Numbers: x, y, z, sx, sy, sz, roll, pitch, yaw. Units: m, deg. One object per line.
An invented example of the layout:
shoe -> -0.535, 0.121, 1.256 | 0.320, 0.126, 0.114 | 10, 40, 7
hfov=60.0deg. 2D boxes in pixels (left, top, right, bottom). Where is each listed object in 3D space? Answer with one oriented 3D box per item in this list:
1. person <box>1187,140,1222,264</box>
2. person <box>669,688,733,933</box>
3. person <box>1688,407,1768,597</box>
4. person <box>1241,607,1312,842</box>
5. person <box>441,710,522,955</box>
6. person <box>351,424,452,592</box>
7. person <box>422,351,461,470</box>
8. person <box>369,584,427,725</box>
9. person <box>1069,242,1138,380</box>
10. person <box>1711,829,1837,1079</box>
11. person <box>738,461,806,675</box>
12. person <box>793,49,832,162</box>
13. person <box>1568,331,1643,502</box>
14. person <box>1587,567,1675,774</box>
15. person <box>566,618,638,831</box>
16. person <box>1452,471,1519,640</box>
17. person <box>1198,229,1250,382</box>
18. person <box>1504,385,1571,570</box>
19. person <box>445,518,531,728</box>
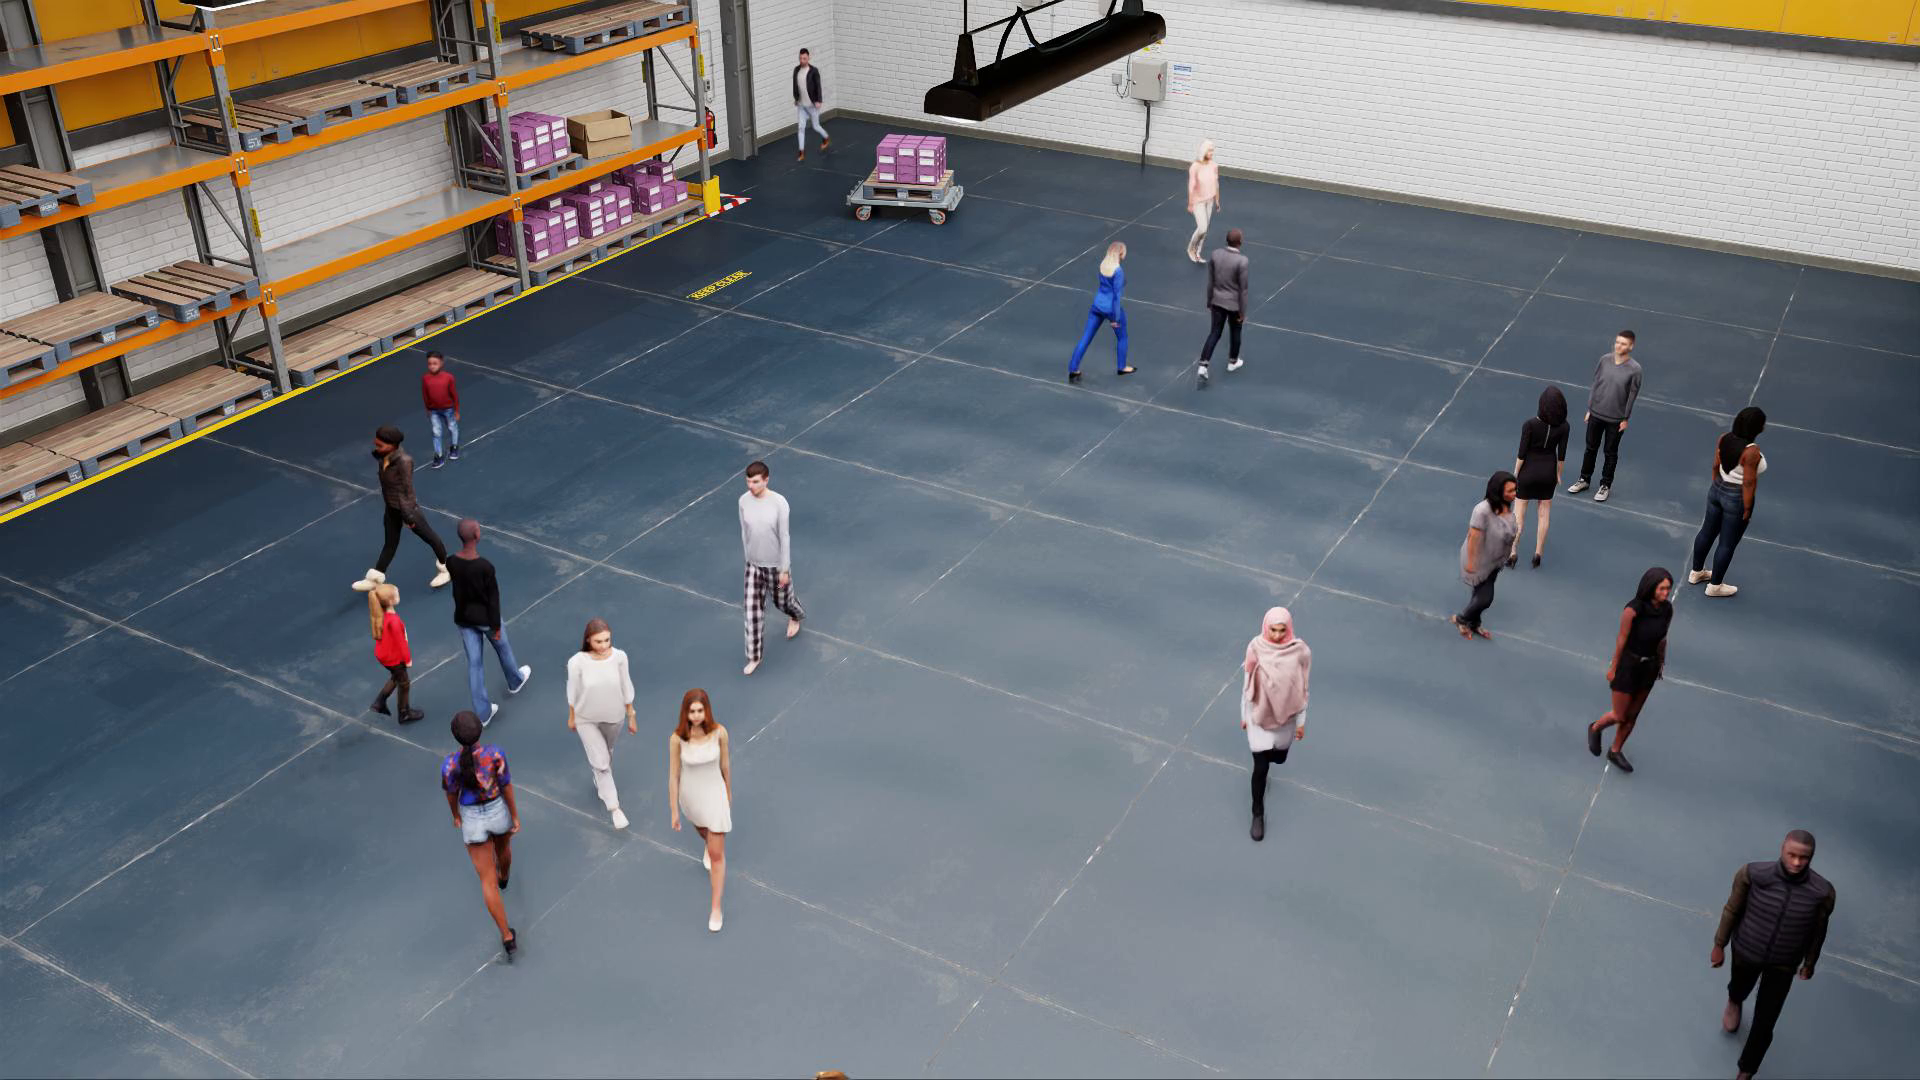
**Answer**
person -> 3.304, -4.690, 22.993 | 0.670, 1.716, 0.761 | -17, 33, -29
person -> -1.762, 1.702, 11.336 | 1.027, 1.657, 1.227 | -3, 29, -5
person -> 6.924, -0.365, 14.968 | 0.809, 1.809, 0.747 | -7, 29, -12
person -> 2.260, 1.243, 12.051 | 0.929, 1.780, 1.148 | 2, 29, 3
person -> -3.098, 1.936, 10.877 | 1.164, 1.687, 1.159 | -9, 30, -16
person -> -5.099, -0.216, 14.886 | 1.154, 1.625, 0.746 | 16, 32, 26
person -> -5.440, -1.424, 17.506 | 0.753, 1.237, 0.850 | -3, 29, -5
person -> -4.529, 0.930, 13.153 | 0.614, 1.273, 0.709 | 25, 37, 37
person -> 1.624, -2.601, 19.244 | 1.164, 1.639, 0.943 | -21, 35, -33
person -> 4.784, 2.418, 9.879 | 0.726, 1.796, 1.166 | 15, 32, 25
person -> -1.573, 0.159, 14.008 | 0.834, 1.809, 1.216 | 7, 29, 13
person -> -2.473, -7.244, 27.594 | 0.784, 1.794, 1.162 | 13, 31, 22
person -> 6.502, -1.264, 16.667 | 0.665, 1.760, 0.617 | 24, 37, 37
person -> 5.066, 0.951, 12.636 | 0.772, 1.731, 0.835 | -10, 30, -18
person -> -2.665, 1.249, 12.179 | 1.070, 1.646, 1.007 | -14, 32, -24
person -> 4.466, 0.106, 14.320 | 0.679, 1.602, 0.787 | -24, 36, -36
person -> 3.034, -2.686, 19.246 | 0.828, 1.787, 1.172 | 20, 34, 32
person -> 5.314, -0.562, 15.334 | 0.663, 1.804, 0.641 | 1, 29, 2
person -> -3.843, 0.691, 13.129 | 0.800, 1.716, 1.070 | 5, 29, 10
